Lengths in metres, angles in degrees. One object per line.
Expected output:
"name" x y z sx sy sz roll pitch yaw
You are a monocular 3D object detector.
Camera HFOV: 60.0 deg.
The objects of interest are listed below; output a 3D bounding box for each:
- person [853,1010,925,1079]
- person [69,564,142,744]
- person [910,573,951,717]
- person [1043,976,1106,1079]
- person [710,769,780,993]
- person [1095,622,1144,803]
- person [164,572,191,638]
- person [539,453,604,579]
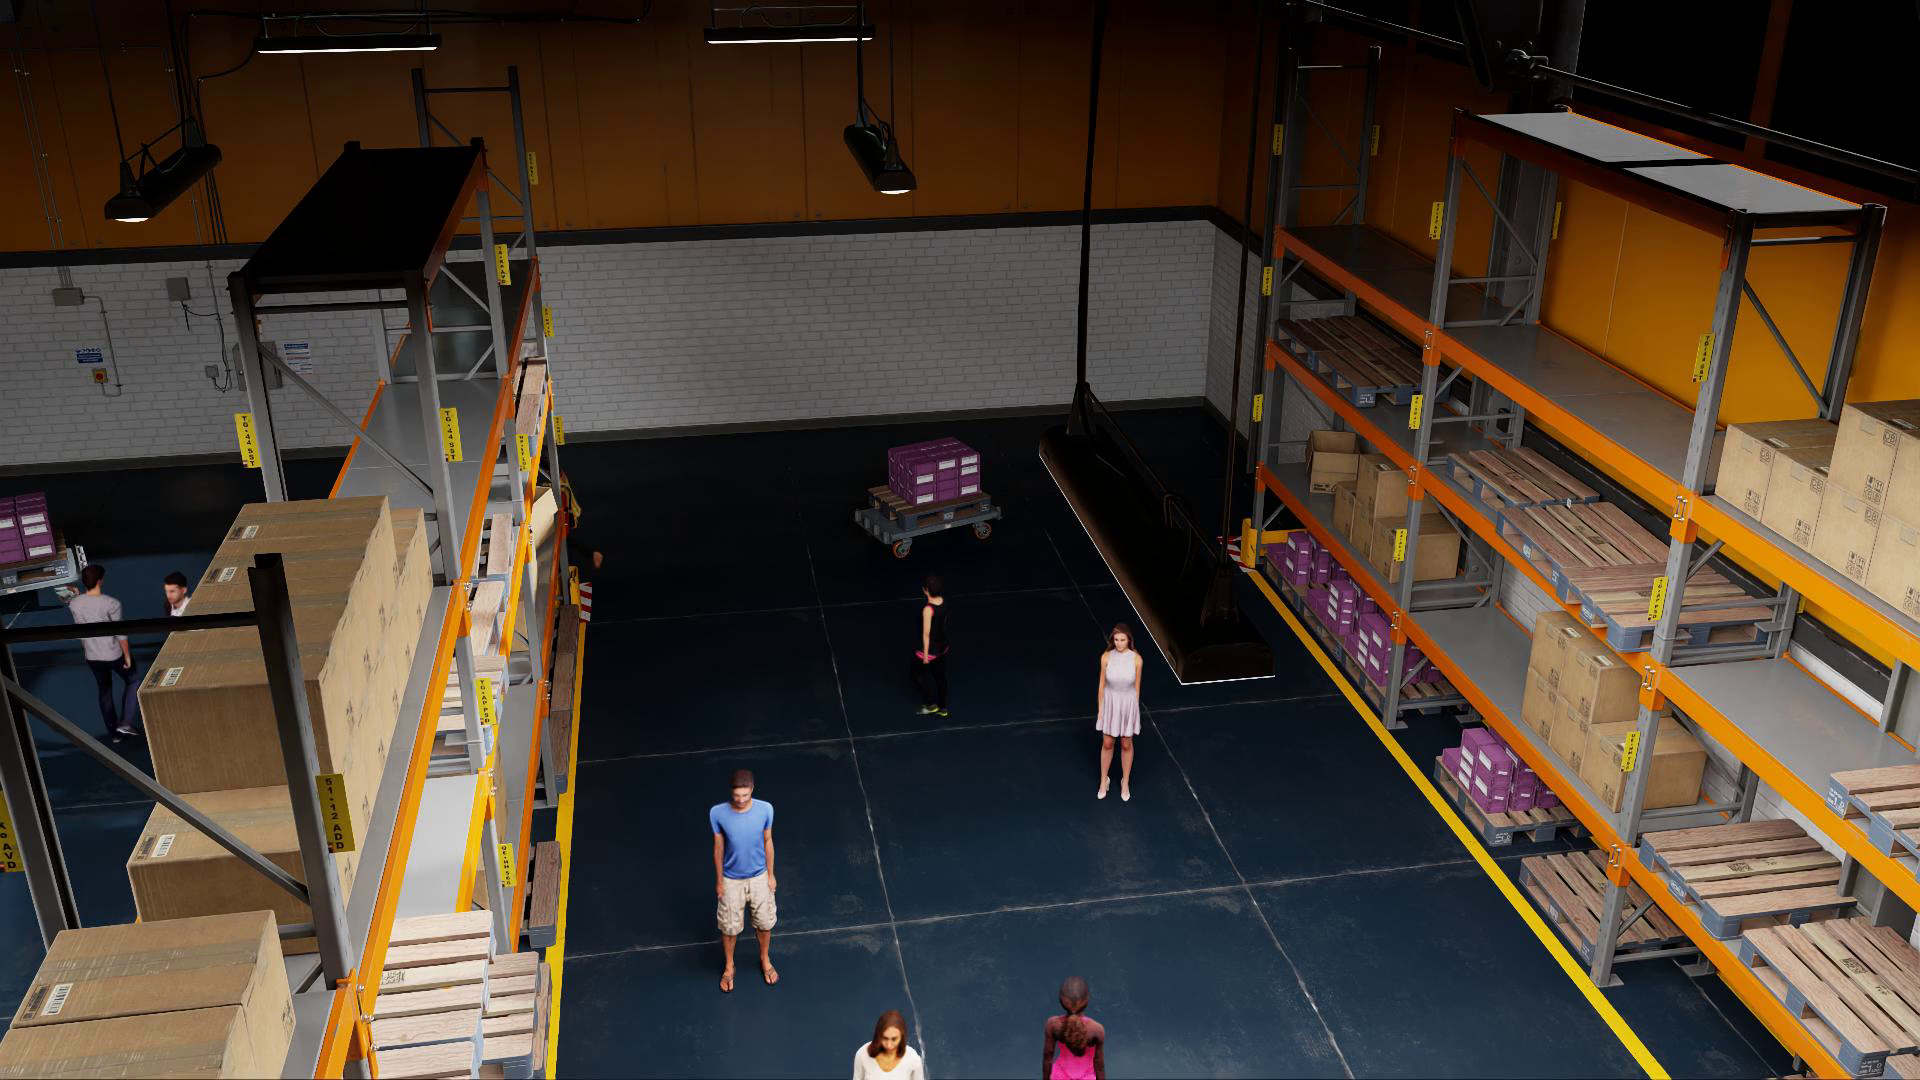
"person" -0.439 3.590 10.407 0.828 1.658 1.028 4 24 9
"person" -8.164 1.129 15.824 0.713 1.829 0.709 -1 24 -3
"person" -0.208 1.061 16.341 0.730 1.540 0.669 15 28 31
"person" 0.705 3.537 10.463 0.705 1.711 0.767 6 24 14
"person" -1.636 2.525 12.586 0.657 1.864 0.571 -5 24 -12
"person" 1.428 1.539 14.960 0.645 1.770 0.677 4 24 9
"person" -7.222 1.121 15.816 0.888 1.850 0.996 5 24 10
"person" -4.565 -0.250 19.237 0.759 1.621 0.893 -3 24 -8
